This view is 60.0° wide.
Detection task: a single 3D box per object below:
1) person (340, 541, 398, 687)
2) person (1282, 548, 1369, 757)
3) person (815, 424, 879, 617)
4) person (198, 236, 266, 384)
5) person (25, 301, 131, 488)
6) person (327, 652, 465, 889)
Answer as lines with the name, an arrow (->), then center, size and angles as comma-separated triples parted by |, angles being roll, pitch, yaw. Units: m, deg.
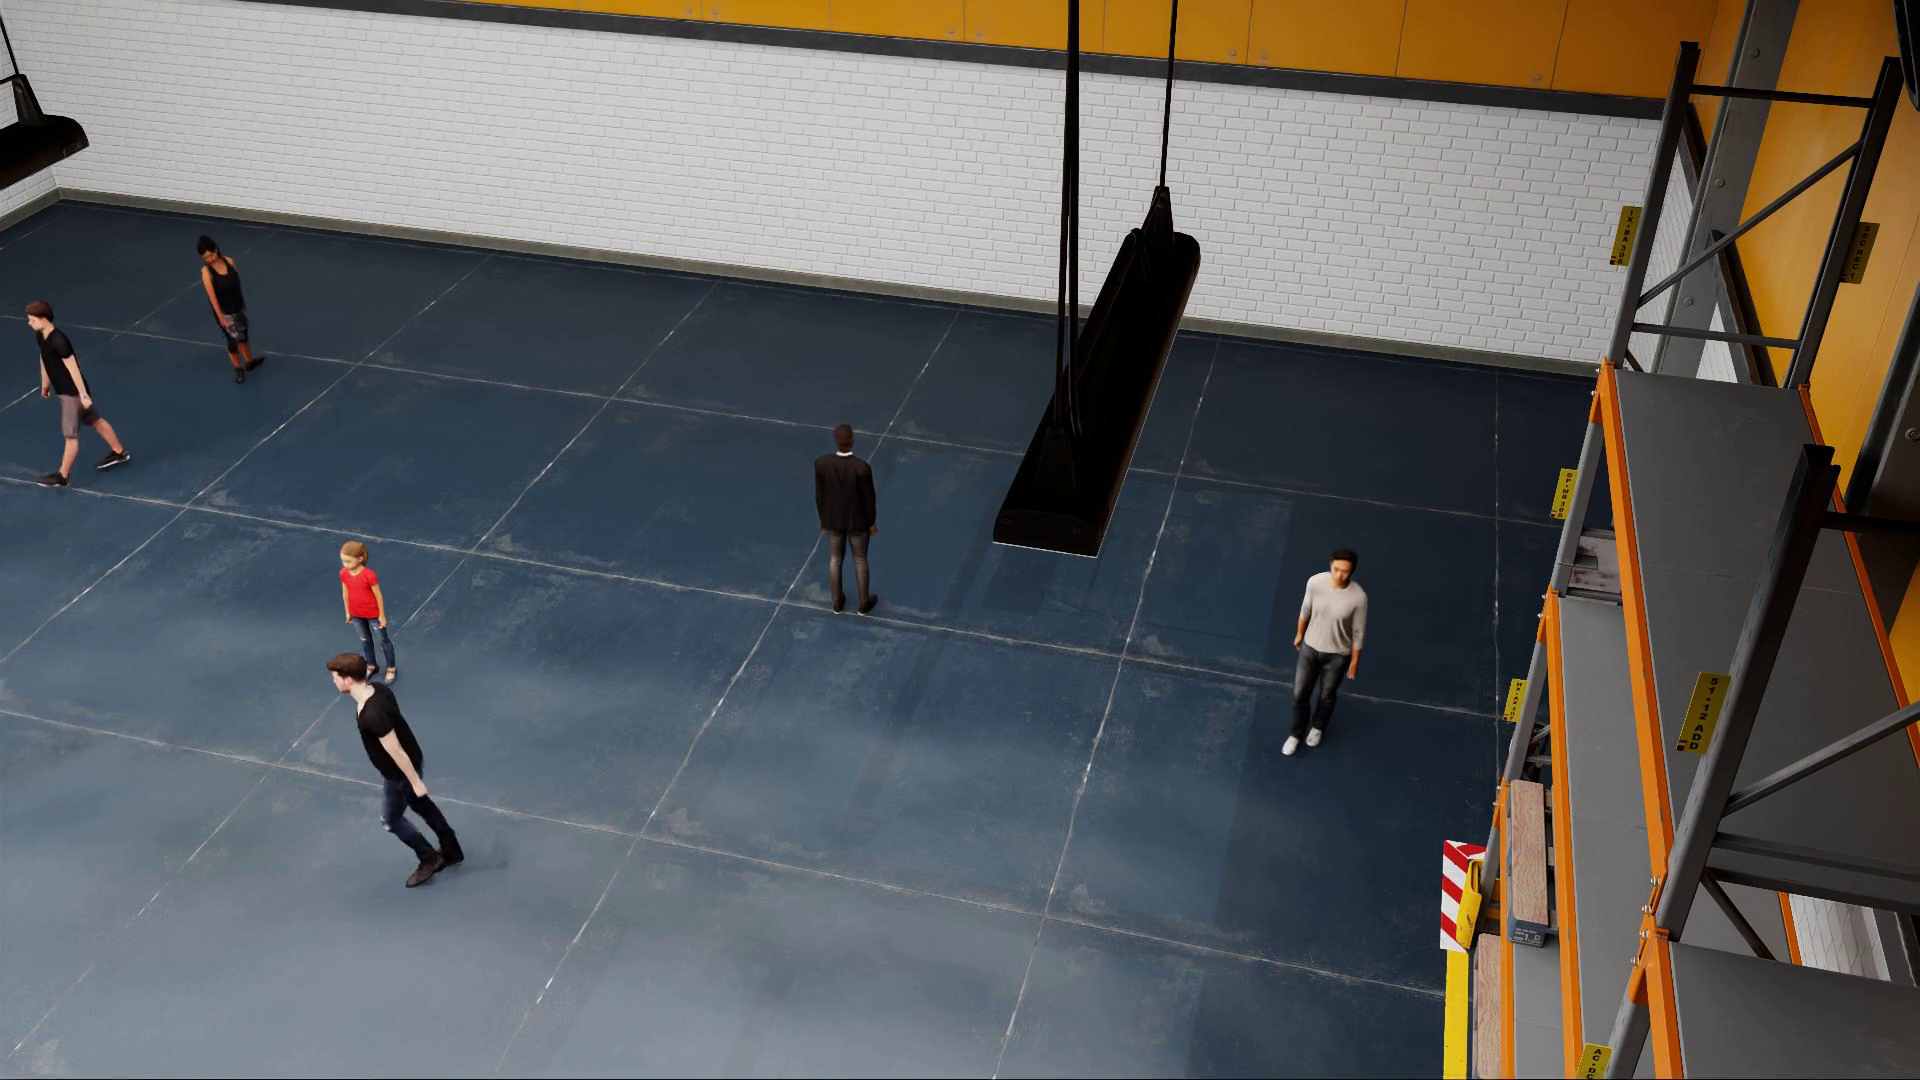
person -> -4.711, 0.566, 13.218 | 0.500, 1.310, 0.492 | 6, 34, 10
person -> 2.781, 0.761, 12.478 | 0.777, 1.805, 0.822 | 17, 37, 24
person -> -0.940, -0.163, 13.869 | 0.661, 1.802, 0.564 | 6, 34, 10
person -> -7.674, -2.482, 17.488 | 0.823, 1.658, 0.491 | 5, 34, 8
person -> -8.333, -1.441, 15.775 | 1.065, 1.821, 1.258 | 29, 43, 36
person -> -3.709, 1.545, 11.265 | 0.979, 1.842, 0.924 | -15, 37, -22
